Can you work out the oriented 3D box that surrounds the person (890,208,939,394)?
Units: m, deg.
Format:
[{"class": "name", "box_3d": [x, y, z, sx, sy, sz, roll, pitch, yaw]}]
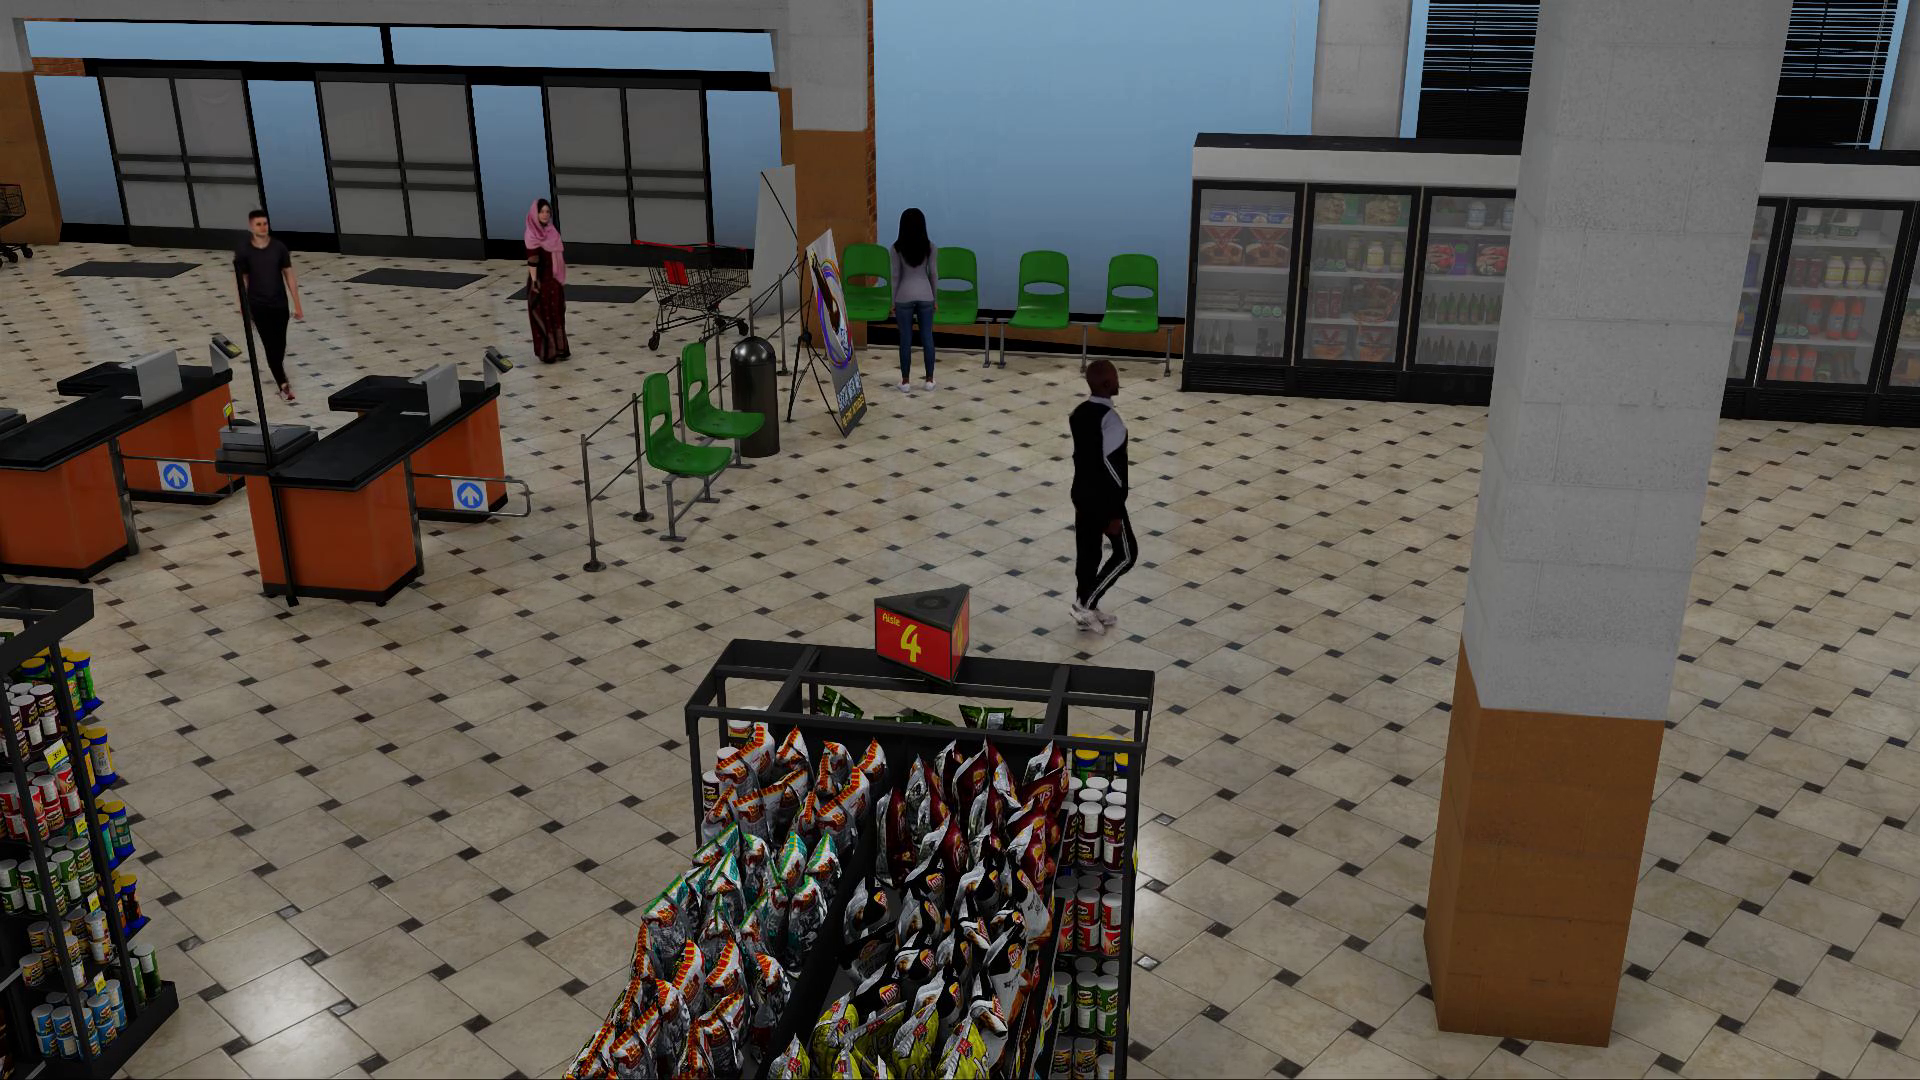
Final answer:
[{"class": "person", "box_3d": [-0.425, -2.248, 15.608, 0.667, 1.735, 0.631, -3, 22, -8]}]

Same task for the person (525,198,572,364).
[{"class": "person", "box_3d": [-4.148, -2.601, 16.621, 0.788, 1.636, 0.633, 10, 24, 24]}]

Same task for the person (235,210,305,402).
[{"class": "person", "box_3d": [-6.447, -2.192, 15.495, 1.177, 1.715, 1.218, -15, 27, -34]}]

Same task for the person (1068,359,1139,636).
[{"class": "person", "box_3d": [0.807, -0.242, 10.506, 0.901, 1.818, 0.829, -11, 24, -25]}]
